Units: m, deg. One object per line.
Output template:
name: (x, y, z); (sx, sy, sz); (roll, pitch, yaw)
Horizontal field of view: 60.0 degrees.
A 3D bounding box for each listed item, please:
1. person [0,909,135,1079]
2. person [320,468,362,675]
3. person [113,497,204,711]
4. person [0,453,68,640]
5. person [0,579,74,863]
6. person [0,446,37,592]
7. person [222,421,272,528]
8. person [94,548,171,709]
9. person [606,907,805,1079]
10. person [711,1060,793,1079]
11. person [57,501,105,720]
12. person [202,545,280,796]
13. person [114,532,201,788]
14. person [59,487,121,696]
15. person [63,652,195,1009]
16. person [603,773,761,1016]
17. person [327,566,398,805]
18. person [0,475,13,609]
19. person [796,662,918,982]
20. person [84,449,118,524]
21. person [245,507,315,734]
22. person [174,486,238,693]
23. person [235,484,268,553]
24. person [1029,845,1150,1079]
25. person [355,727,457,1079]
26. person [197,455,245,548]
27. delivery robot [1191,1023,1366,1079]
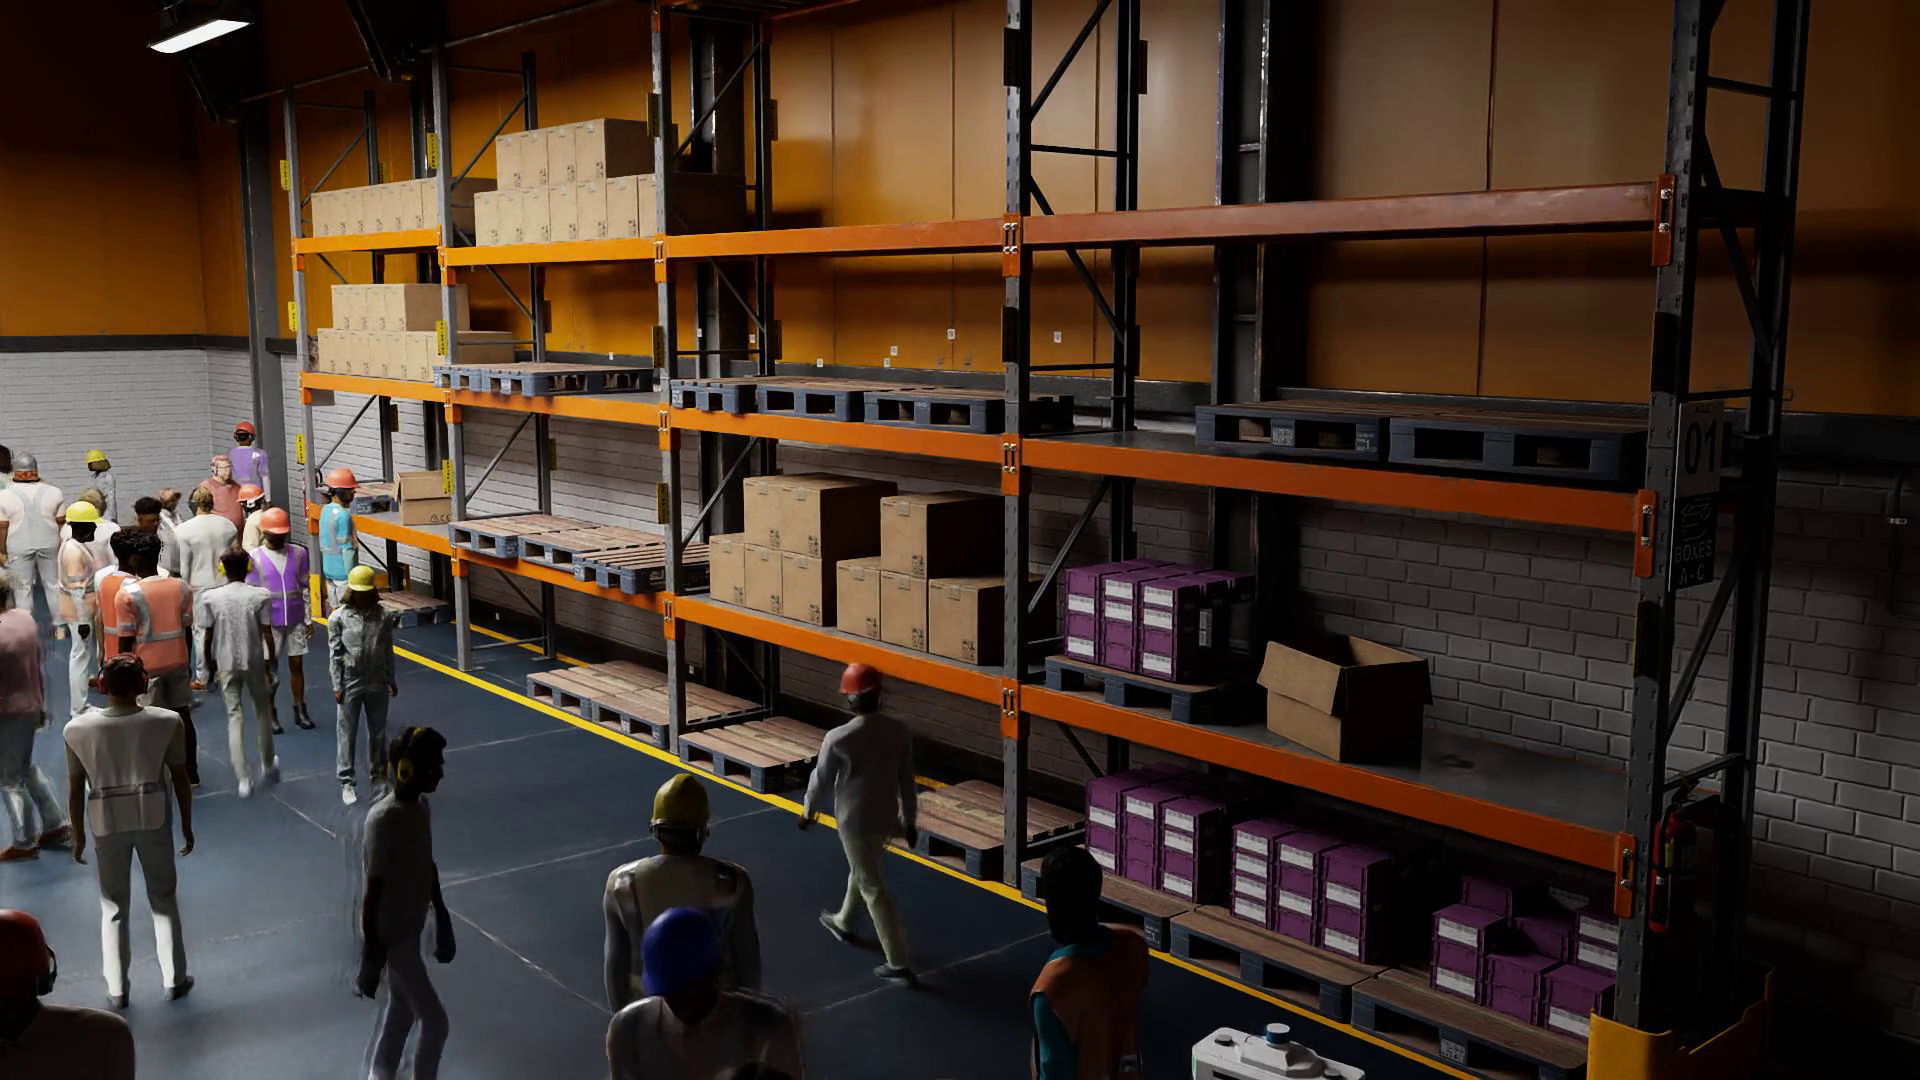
person: (-2.633, 1.990, 4.715); (0.617, 1.986, 0.408); (-4, 9, -24)
person: (-5.958, 0.318, 16.124); (0.382, 2.041, 0.616); (-6, 10, -38)
person: (-7.076, 0.586, 14.656); (0.959, 1.918, 0.642); (7, 11, 41)
person: (-9.938, 0.079, 17.794); (0.683, 2.000, 0.536); (-6, 10, -37)
person: (-6.126, 1.162, 10.759); (0.409, 1.912, 0.687); (-1, 8, -6)
person: (-11.948, -0.277, 20.988); (0.597, 1.833, 1.060); (-2, 8, -10)
person: (-9.562, -0.576, 22.366); (0.606, 2.038, 0.382); (-1, 8, -5)
person: (-6.545, 0.835, 13.216); (0.567, 1.846, 0.389); (-2, 9, -16)
person: (-0.744, 1.975, 5.148); (0.649, 1.890, 0.925); (0, 8, 0)
person: (-0.457, 2.155, 4.110); (0.343, 1.834, 0.551); (5, 9, 29)
person: (-7.590, 0.622, 14.425); (0.386, 1.922, 0.594); (-4, 9, -27)
person: (-5.387, 0.946, 12.490); (0.537, 1.830, 0.873); (-3, 9, -18)
person: (-5.928, 0.918, 12.270); (0.386, 1.957, 0.603); (4, 9, 27)
person: (-7.997, 0.476, 15.407); (0.695, 1.932, 0.388); (2, 8, 15)
person: (-4.275, 1.500, 8.594); (0.570, 1.843, 0.372); (-3, 9, -22)
person: (-1.072, 1.809, 6.486); (0.600, 1.831, 0.404); (0, 8, -3)
person: (-4.342, 1.044, 12.140); (0.483, 1.738, 0.312); (-7, 11, -42)
person: (-11.416, -0.127, 19.644); (0.388, 1.921, 0.593); (-3, 9, -17)
person: (-0.544, 1.504, 9.086); (0.940, 1.692, 0.561); (8, 11, 43)
person: (-11.140, -0.313, 21.597); (0.489, 1.733, 0.317); (5, 10, 32)
person: (-5.735, 0.676, 14.053); (0.549, 1.927, 0.393); (-7, 11, -41)
person: (-7.019, 0.464, 15.531); (0.368, 1.932, 0.623); (5, 9, 29)
person: (-7.369, 0.282, 17.433); (0.355, 1.739, 0.573); (-1, 8, -7)
person: (0.406, 1.927, 5.394); (0.390, 1.914, 0.587); (6, 10, 34)
person: (-2.304, 1.714, 7.123); (0.706, 1.838, 0.542); (0, 8, 3)
person: (-8.362, -0.013, 18.931); (0.402, 1.901, 0.638); (3, 9, 21)
delivery robot: (1.349, 2.308, 7.099); (0.707, 0.478, 0.477); (6, 10, 38)
